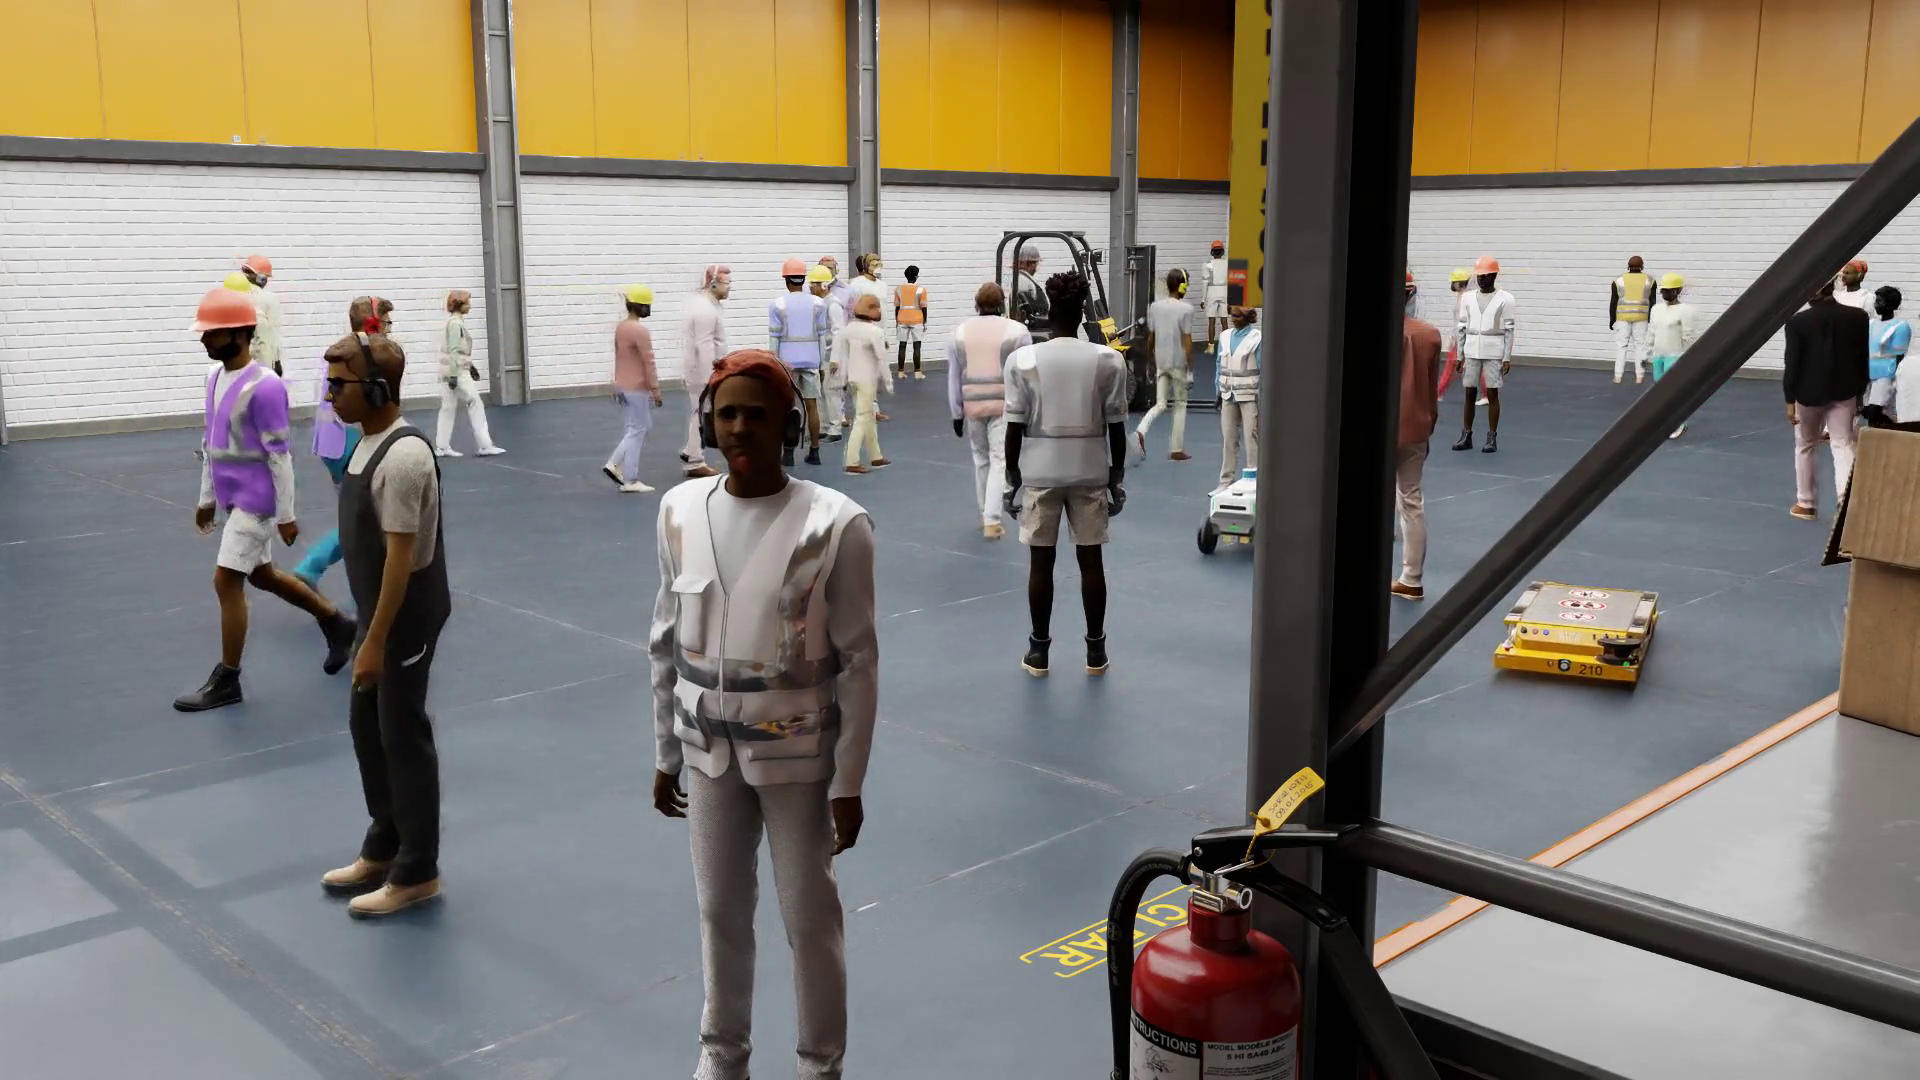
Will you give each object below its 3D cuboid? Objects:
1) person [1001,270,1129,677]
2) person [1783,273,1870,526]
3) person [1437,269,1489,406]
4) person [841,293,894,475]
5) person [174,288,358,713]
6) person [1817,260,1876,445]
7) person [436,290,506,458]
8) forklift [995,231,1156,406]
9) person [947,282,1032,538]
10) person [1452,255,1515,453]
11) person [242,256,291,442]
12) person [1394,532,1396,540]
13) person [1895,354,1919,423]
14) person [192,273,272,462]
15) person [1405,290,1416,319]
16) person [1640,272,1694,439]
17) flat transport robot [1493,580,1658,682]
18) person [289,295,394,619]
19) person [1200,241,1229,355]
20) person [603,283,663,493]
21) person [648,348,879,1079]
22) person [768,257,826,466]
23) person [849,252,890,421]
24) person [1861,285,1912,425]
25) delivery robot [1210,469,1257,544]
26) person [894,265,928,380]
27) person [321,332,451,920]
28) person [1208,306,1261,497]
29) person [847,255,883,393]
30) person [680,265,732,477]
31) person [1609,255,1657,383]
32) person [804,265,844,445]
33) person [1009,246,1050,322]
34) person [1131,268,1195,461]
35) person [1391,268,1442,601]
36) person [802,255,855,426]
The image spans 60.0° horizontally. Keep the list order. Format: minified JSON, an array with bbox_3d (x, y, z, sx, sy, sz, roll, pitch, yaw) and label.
[{"bbox_3d":[0.505,-0.314,8.056,0.614,1.963,0.362,-1,10,-3],"label":"person"},{"bbox_3d":[6.367,-1.060,12.204,0.640,1.944,0.894,2,11,12],"label":"person"},{"bbox_3d":[6.308,-2.542,20.907,0.938,1.710,0.536,2,11,13],"label":"person"},{"bbox_3d":[-0.773,-1.400,14.936,0.725,1.603,0.534,-9,13,-39],"label":"person"},{"bbox_3d":[-3.211,-0.211,7.679,0.541,1.910,0.916,10,14,43],"label":"person"},{"bbox_3d":[9.034,-1.905,16.961,0.355,1.885,0.575,-2,11,-11],"label":"person"},{"bbox_3d":[-4.733,-1.590,16.003,0.740,1.607,0.513,-4,11,-23],"label":"person"},{"bbox_3d":[1.222,-2.721,20.561,2.313,2.155,1.214,2,11,13],"label":"forklift"},{"bbox_3d":[0.248,-0.933,11.884,0.626,1.808,0.829,4,11,22],"label":"person"},{"bbox_3d":[5.149,-1.825,16.377,0.552,1.934,0.373,8,13,36],"label":"person"},{"bbox_3d":[-6.843,-1.775,16.116,0.701,1.922,0.966,1,10,4],"label":"person"},{"bbox_3d":[2.864,-0.962,11.669,0.354,1.937,0.635,-1,10,-7],"label":"person"},{"bbox_3d":[4.770,-0.294,8.279,0.585,1.856,0.515,-2,11,-9],"label":"person"},{"bbox_3d":[-6.653,-1.550,15.295,0.957,1.771,0.600,-10,14,-43],"label":"person"},{"bbox_3d":[4.953,-2.235,18.685,0.783,1.917,0.635,-1,10,-6],"label":"person"},{"bbox_3d":[7.354,-1.899,17.307,0.376,1.752,0.531,-4,11,-22],"label":"person"},{"bbox_3d":[3.200,0.442,8.565,0.652,0.197,1.431,5,12,26],"label":"flat transport robot"},{"bbox_3d":[-3.372,-0.435,9.162,0.589,1.814,0.573,-7,12,-33],"label":"person"},{"bbox_3d":[4.607,-4.341,29.836,0.605,2.033,0.392,-2,11,-9],"label":"person"},{"bbox_3d":[-2.676,-1.249,13.783,0.381,1.745,0.527,-6,12,-32],"label":"person"},{"bbox_3d":[-0.464,0.507,3.808,0.576,1.884,0.354,5,11,24],"label":"person"},{"bbox_3d":[-1.510,-1.645,15.441,0.540,1.930,0.382,-3,11,-17],"label":"person"},{"bbox_3d":[-1.028,-2.305,18.994,0.372,1.941,0.627,7,13,34],"label":"person"},{"bbox_3d":[8.563,-1.512,15.364,0.677,1.675,0.535,-1,10,-8],"label":"person"},{"bbox_3d":[1.955,-0.239,11.246,0.477,0.478,0.707,5,12,27],"label":"delivery robot"},{"bbox_3d":[-0.723,-3.211,24.612,0.535,1.691,0.319,3,11,18],"label":"person"},{"bbox_3d":[-1.806,0.272,5.223,0.390,1.843,0.527,-7,13,-34],"label":"person"},{"bbox_3d":[2.269,-1.135,13.428,0.314,1.640,0.514,-9,13,-39],"label":"person"},{"bbox_3d":[-1.298,-2.905,22.451,0.532,1.870,0.315,9,13,39],"label":"person"},{"bbox_3d":[-2.222,-1.468,14.606,0.477,1.874,0.676,-1,10,-7],"label":"person"},{"bbox_3d":[9.726,-3.186,24.068,0.633,1.839,0.429,4,11,19],"label":"person"},{"bbox_3d":[-1.406,-1.891,17.026,0.404,1.830,0.600,-6,12,-29],"label":"person"},{"bbox_3d":[0.785,-2.871,21.799,0.925,2.000,0.681,1,10,4],"label":"person"},{"bbox_3d":[1.936,-1.619,15.572,0.523,1.832,0.768,8,13,38],"label":"person"},{"bbox_3d":[2.488,-0.612,9.643,0.617,1.990,0.400,-4,11,-22],"label":"person"},{"bbox_3d":[-1.460,-2.204,18.530,0.651,1.906,0.403,-4,11,-19],"label":"person"}]
